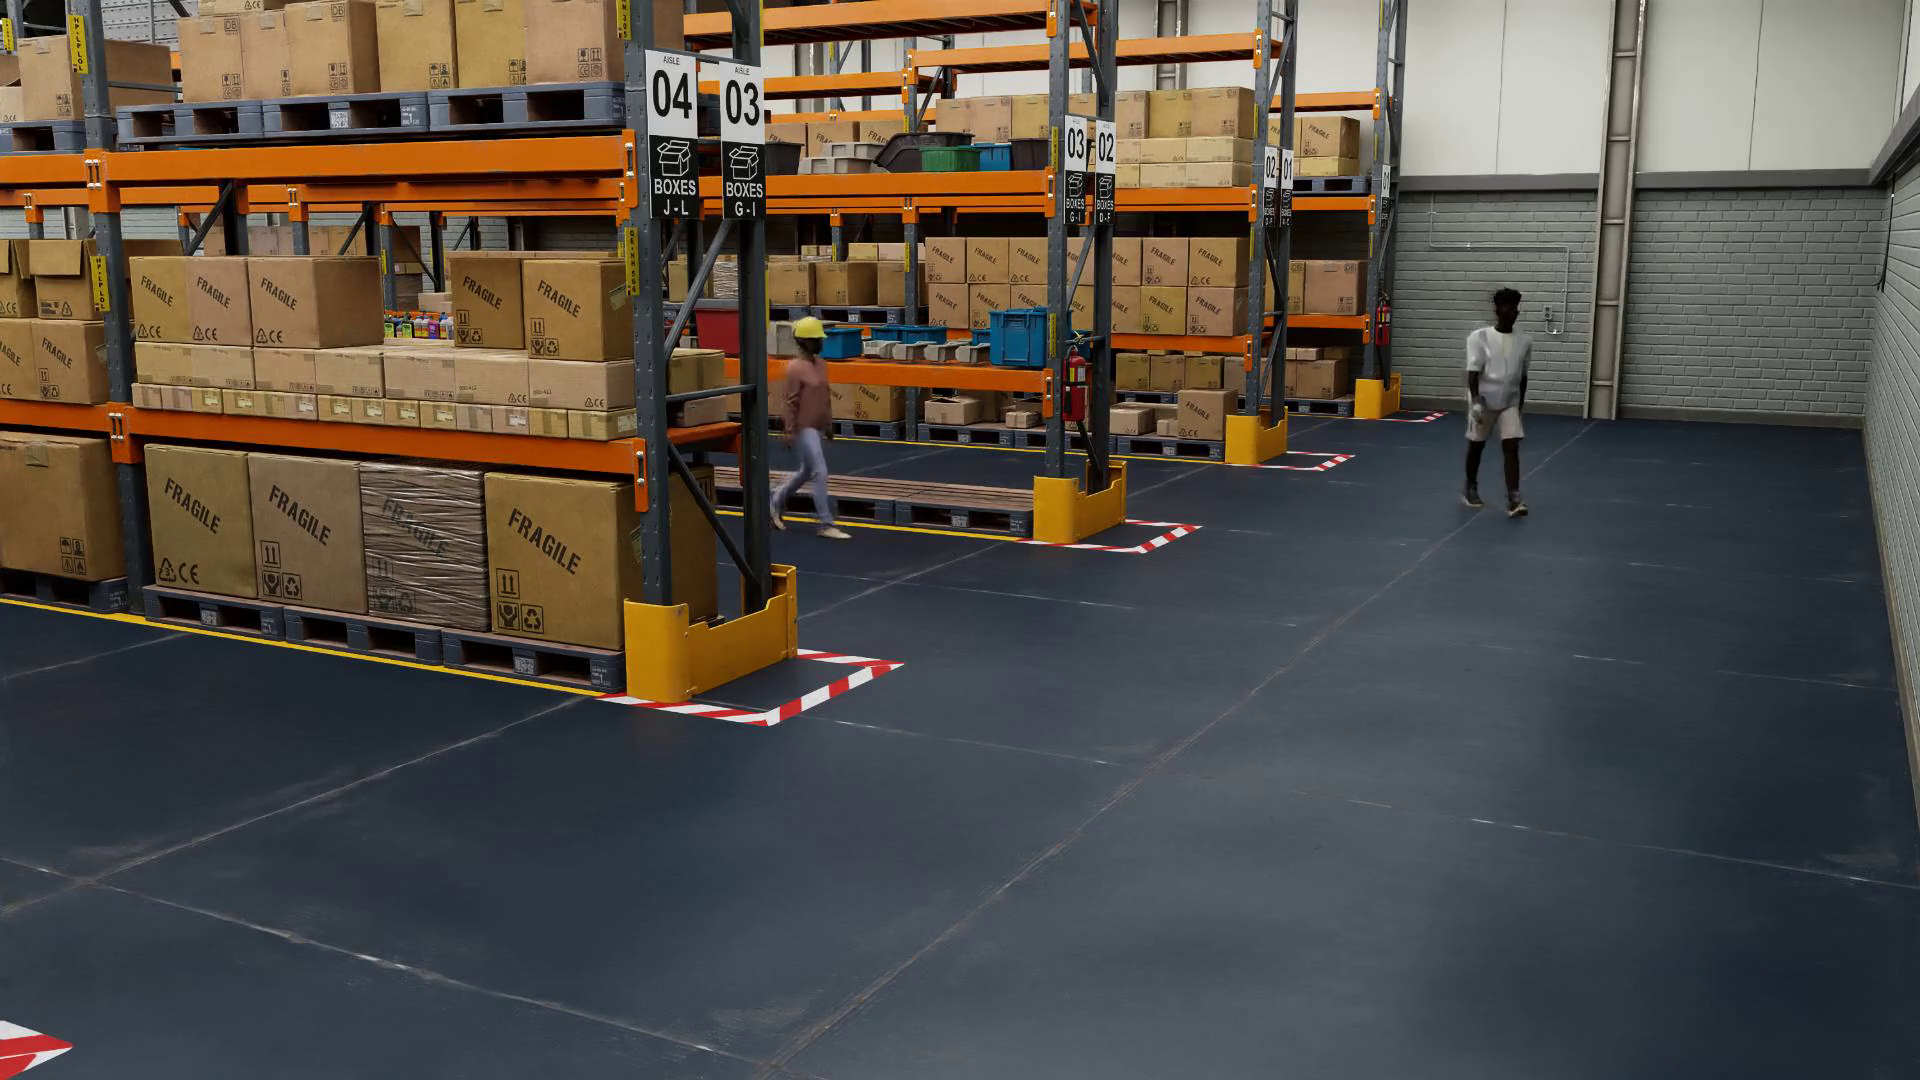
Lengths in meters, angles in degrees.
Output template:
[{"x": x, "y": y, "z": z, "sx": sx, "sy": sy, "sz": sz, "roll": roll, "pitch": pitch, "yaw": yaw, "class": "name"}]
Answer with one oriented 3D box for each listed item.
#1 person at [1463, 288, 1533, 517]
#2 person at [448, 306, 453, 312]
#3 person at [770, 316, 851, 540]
[{"x": 4.559, "y": -1.168, "z": 14.083, "sx": 0.601, "sy": 1.911, "sz": 1.027, "roll": -1, "pitch": 10, "yaw": -3, "class": "person"}, {"x": -3.371, "y": -0.777, "z": 11.616, "sx": 0.598, "sy": 2.021, "sz": 0.655, "roll": 6, "pitch": 12, "yaw": 29, "class": "person"}, {"x": -1.225, "y": -0.886, "z": 13.000, "sx": 0.816, "sy": 1.734, "sz": 0.529, "roll": 5, "pitch": 12, "yaw": 25, "class": "person"}]
